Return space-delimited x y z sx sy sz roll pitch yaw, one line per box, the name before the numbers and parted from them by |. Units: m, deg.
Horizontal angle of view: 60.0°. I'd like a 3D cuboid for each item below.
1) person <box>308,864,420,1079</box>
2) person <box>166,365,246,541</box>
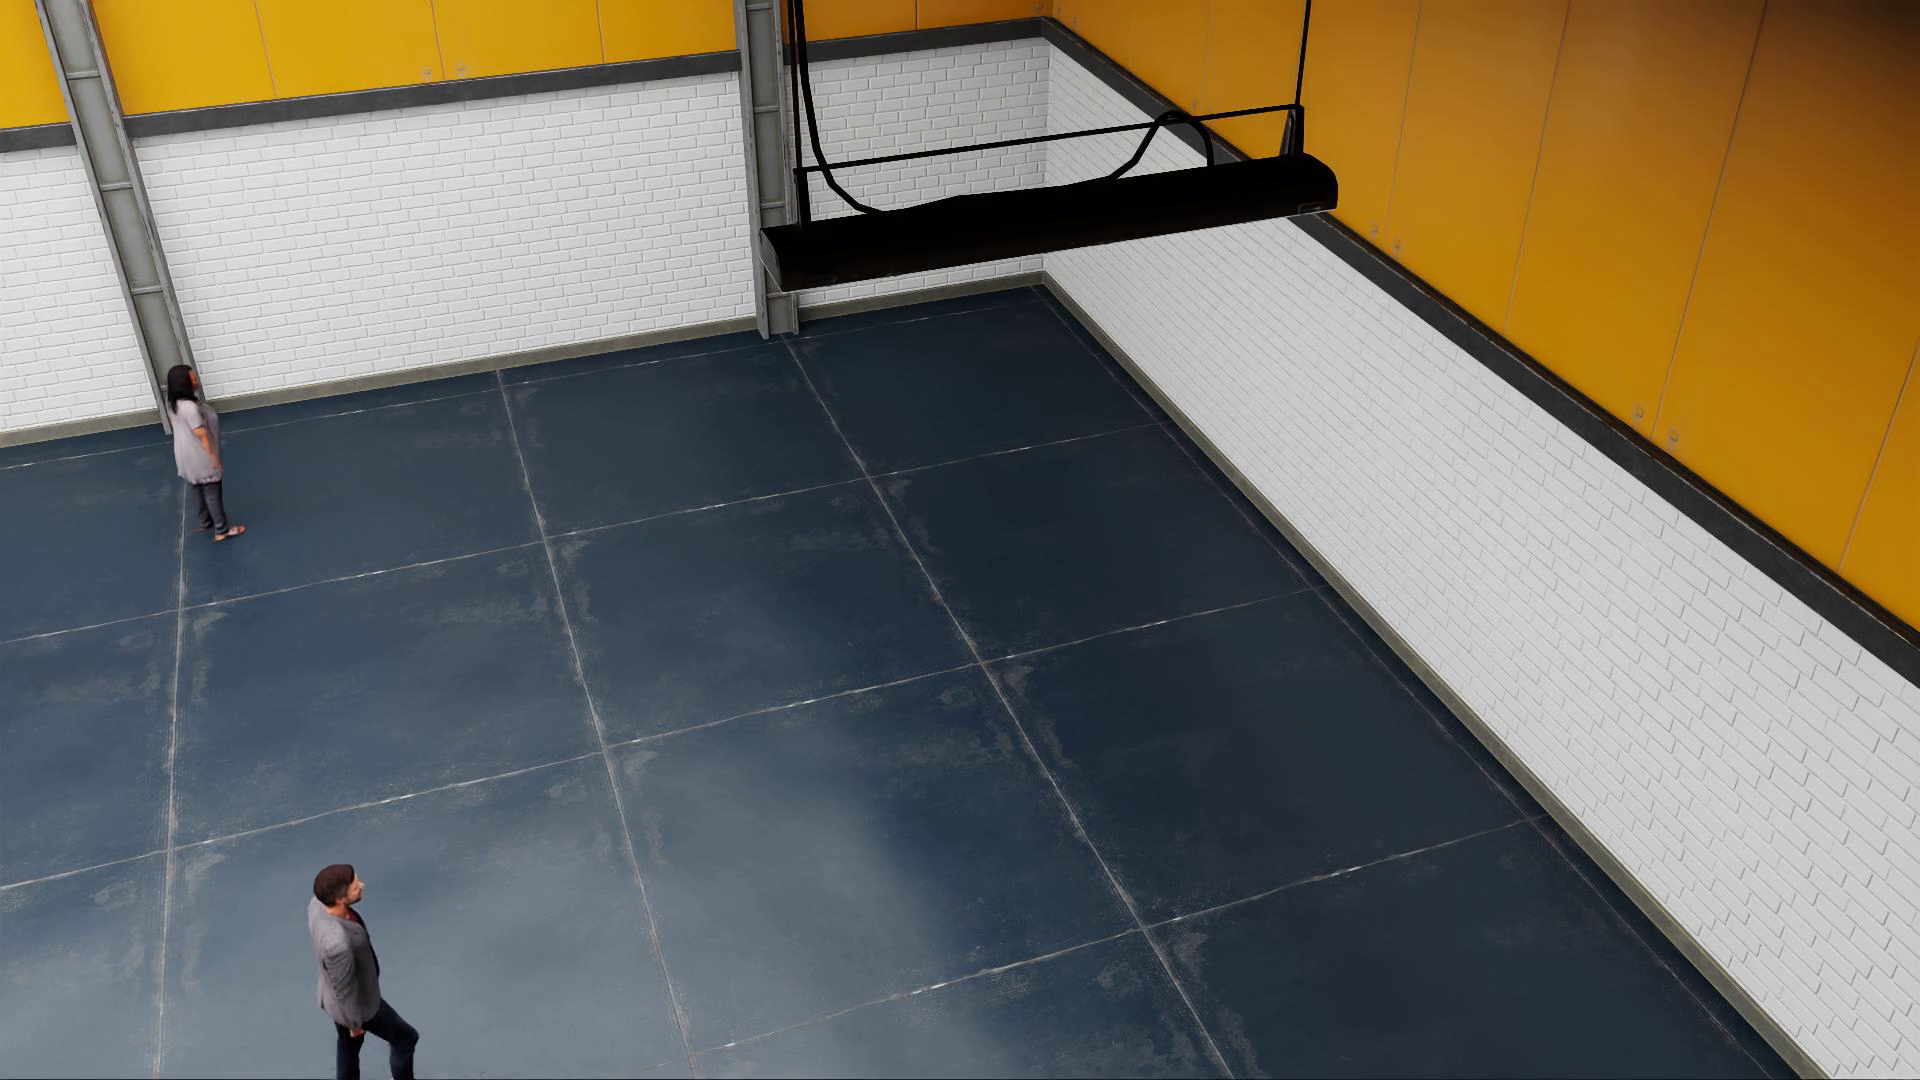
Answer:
person | -3.424 2.546 9.170 0.890 1.851 0.829 -23 40 -31
person | -6.596 -0.770 14.378 0.761 1.608 0.807 24 41 32
